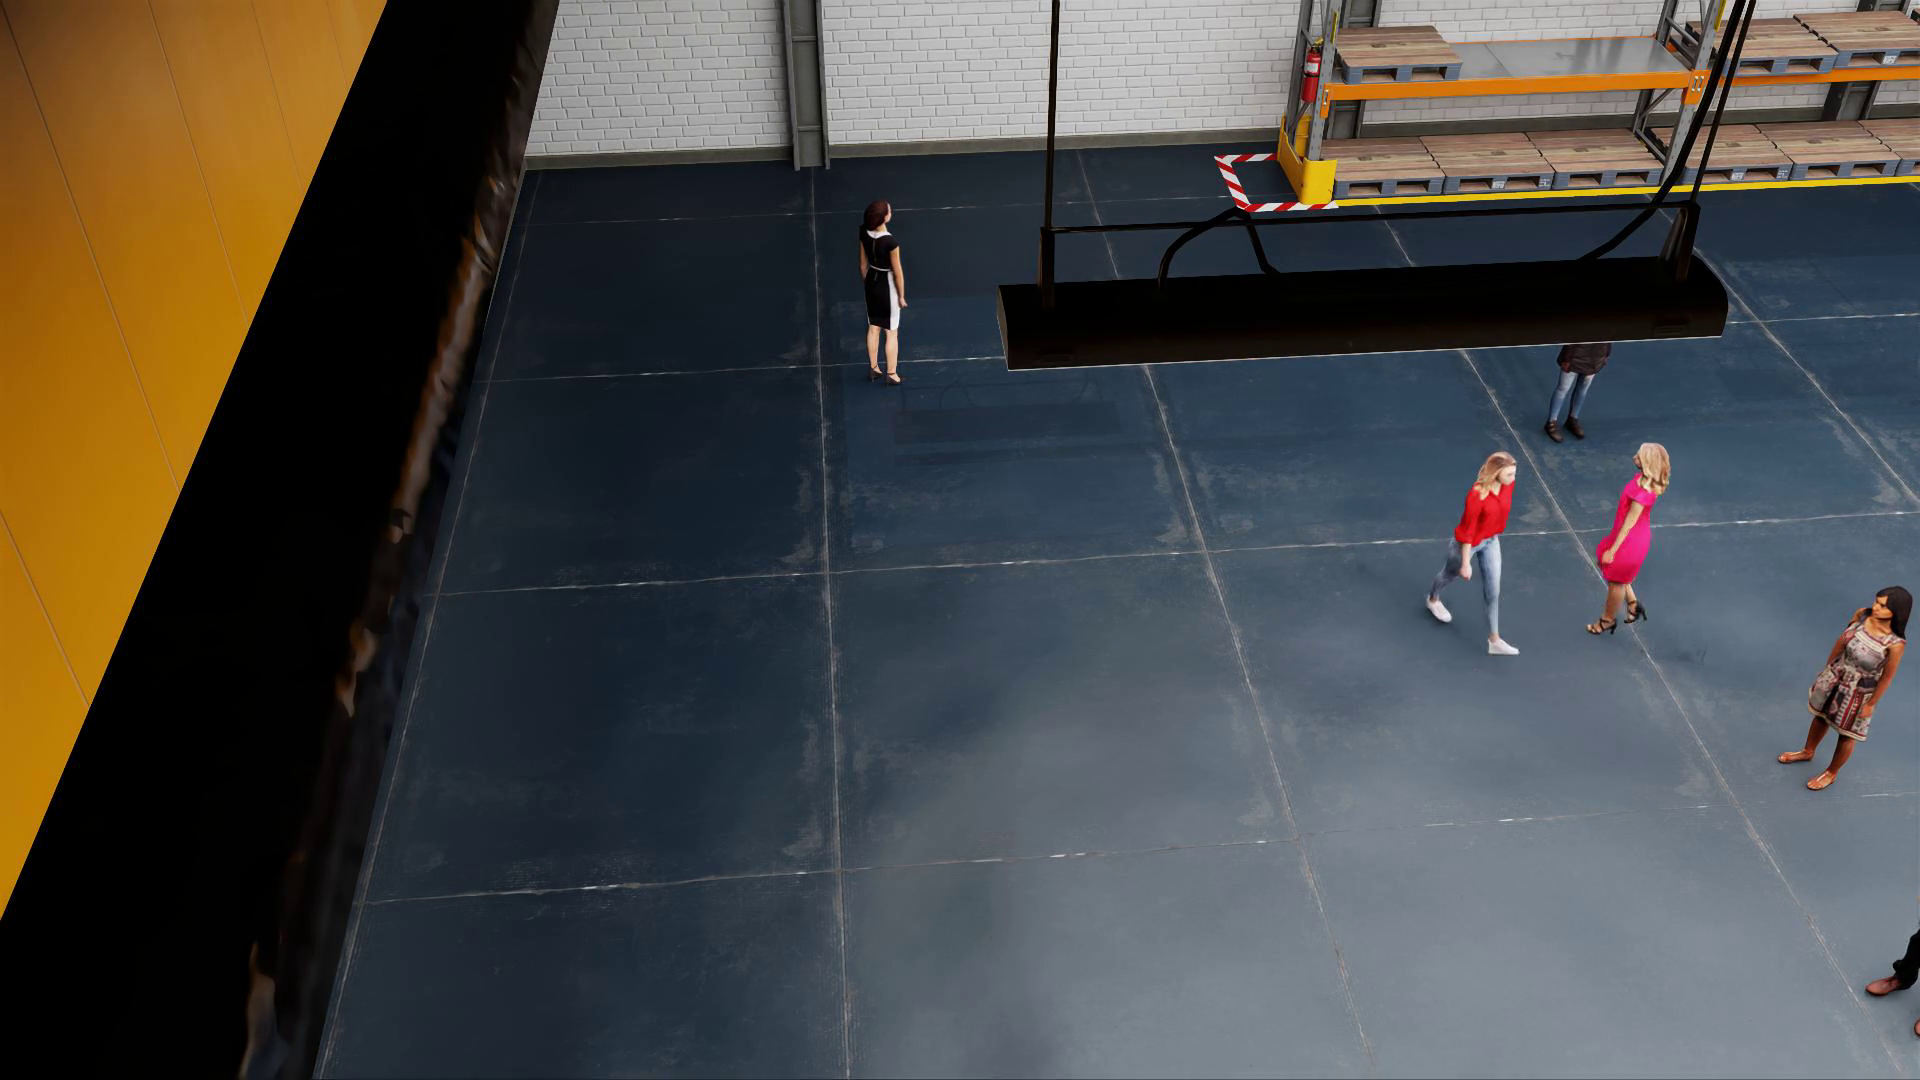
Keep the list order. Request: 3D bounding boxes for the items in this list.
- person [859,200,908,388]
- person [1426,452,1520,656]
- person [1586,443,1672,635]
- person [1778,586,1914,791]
[{"bbox_3d":[-0.679,-2.154,14.579,0.622,1.796,0.704,24,44,27],"label":"person"},{"bbox_3d":[3.647,0.014,11.975,1.142,1.659,1.017,-20,43,-23],"label":"person"},{"bbox_3d":[4.866,0.047,11.887,0.827,1.715,0.742,19,42,22],"label":"person"},{"bbox_3d":[5.821,0.939,10.828,0.611,1.645,0.697,-12,40,-14],"label":"person"}]
